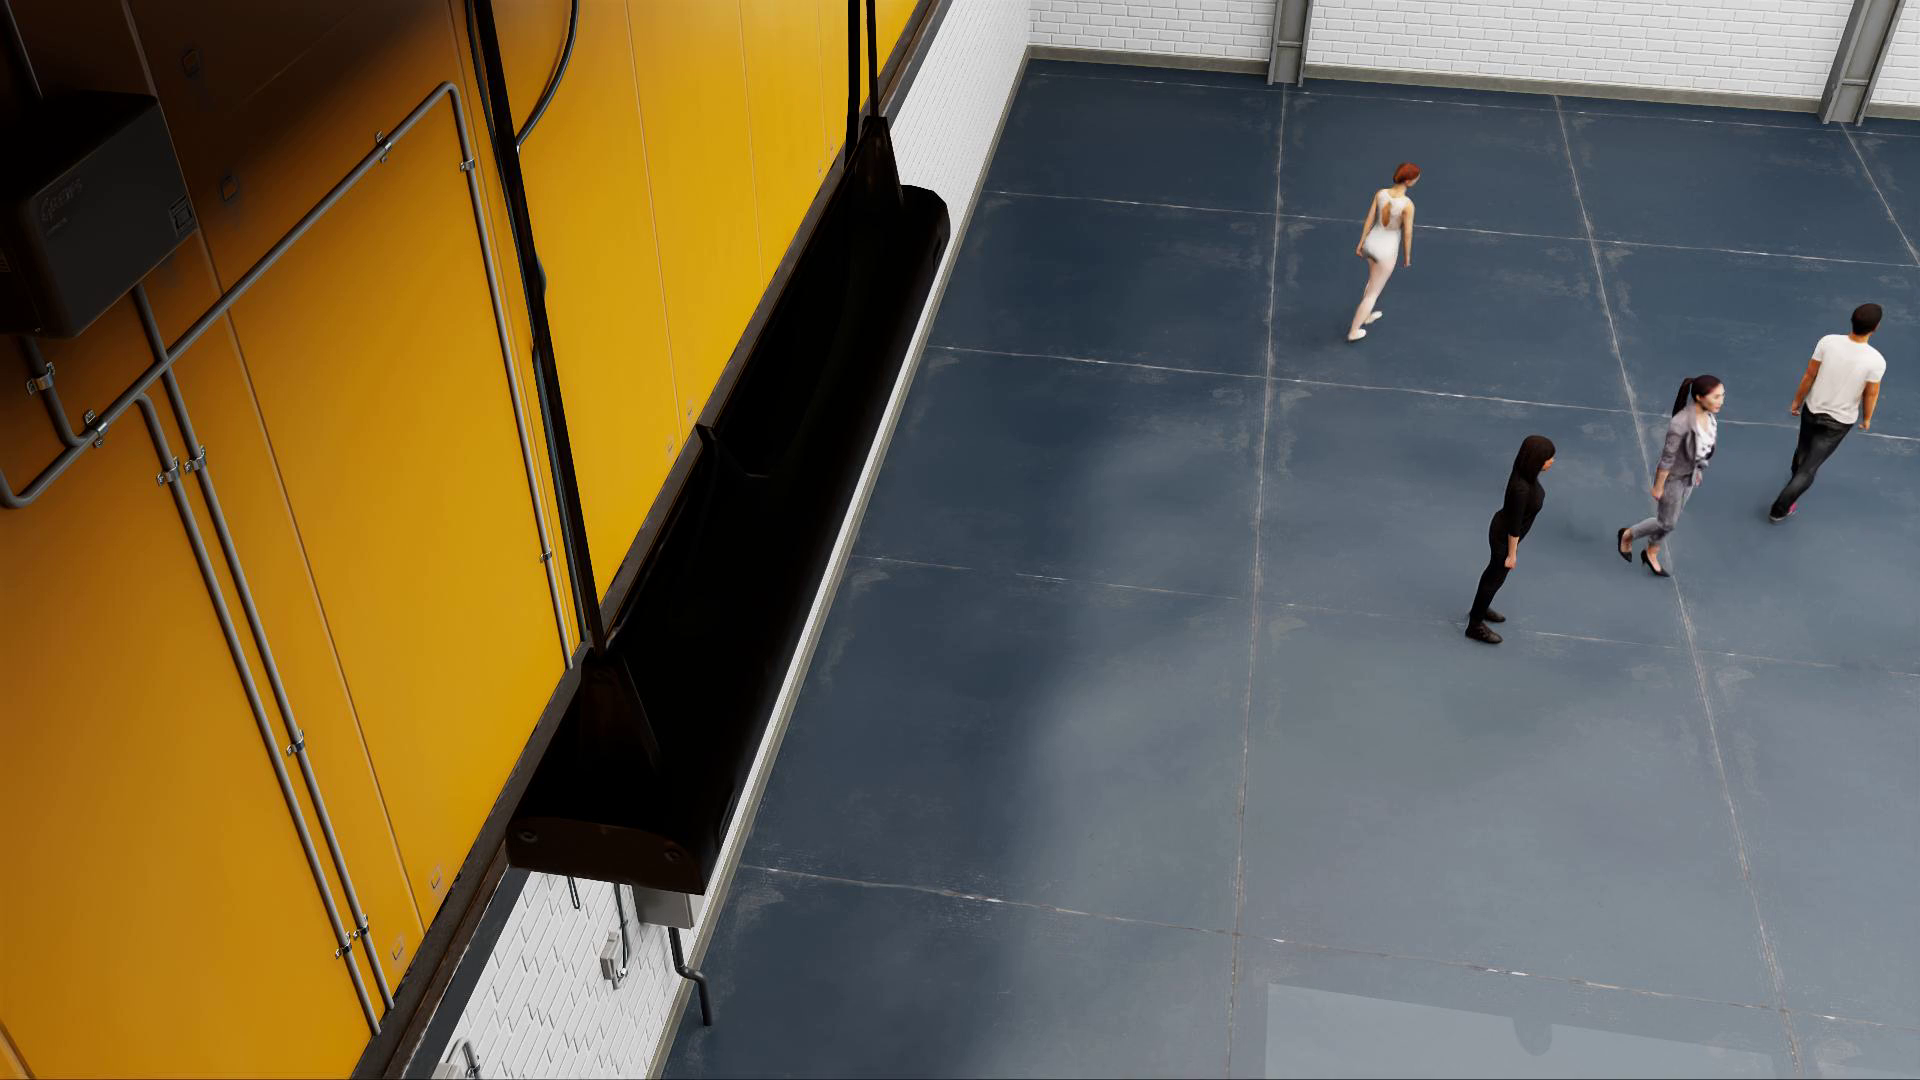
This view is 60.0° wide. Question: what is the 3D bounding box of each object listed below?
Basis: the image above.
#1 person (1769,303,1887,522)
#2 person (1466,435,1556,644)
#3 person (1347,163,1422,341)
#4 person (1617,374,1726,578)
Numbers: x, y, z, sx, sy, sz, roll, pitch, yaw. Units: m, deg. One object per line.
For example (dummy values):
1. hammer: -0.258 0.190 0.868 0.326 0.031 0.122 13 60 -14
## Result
1. person: 6.278 -0.885 12.122 1.050 1.776 1.028 -28 47 -31
2. person: 3.668 -0.032 11.164 0.539 1.639 0.576 11 40 13
3. person: 3.538 -2.438 14.198 0.861 1.612 0.804 -31 48 -33
4. person: 4.972 -0.484 11.706 0.772 1.668 0.830 -27 46 -30
